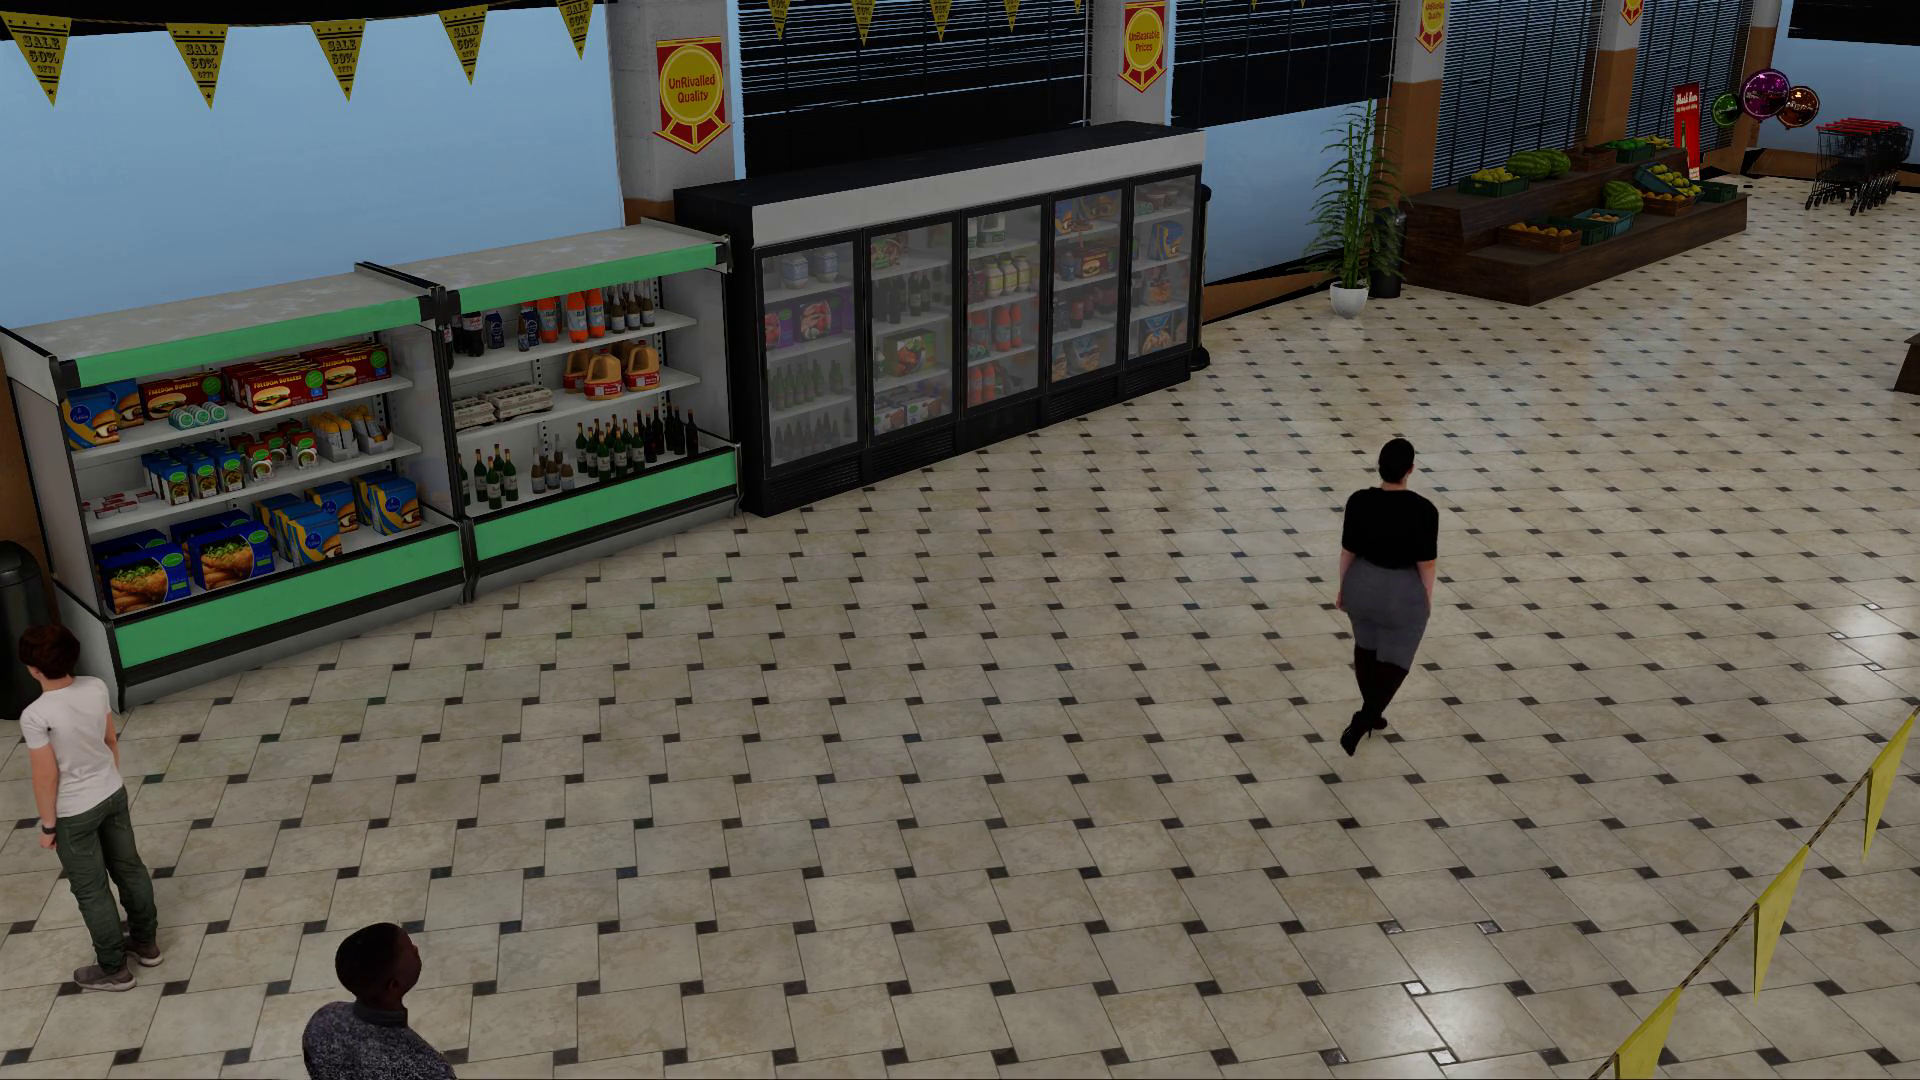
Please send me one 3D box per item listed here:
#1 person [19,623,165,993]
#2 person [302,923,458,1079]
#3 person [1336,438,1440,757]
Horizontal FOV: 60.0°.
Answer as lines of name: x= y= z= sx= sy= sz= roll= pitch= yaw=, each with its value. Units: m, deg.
person: x=-3.625 y=1.104 z=6.906 sx=0.703 sy=1.654 sz=0.594 roll=8 pitch=23 yaw=19
person: x=-1.608 y=1.910 z=4.671 sx=0.741 sy=1.826 sz=0.709 roll=14 pitch=26 yaw=31
person: x=2.185 y=0.356 z=8.662 sx=0.757 sy=1.733 sz=1.074 roll=15 pitch=26 yaw=32
